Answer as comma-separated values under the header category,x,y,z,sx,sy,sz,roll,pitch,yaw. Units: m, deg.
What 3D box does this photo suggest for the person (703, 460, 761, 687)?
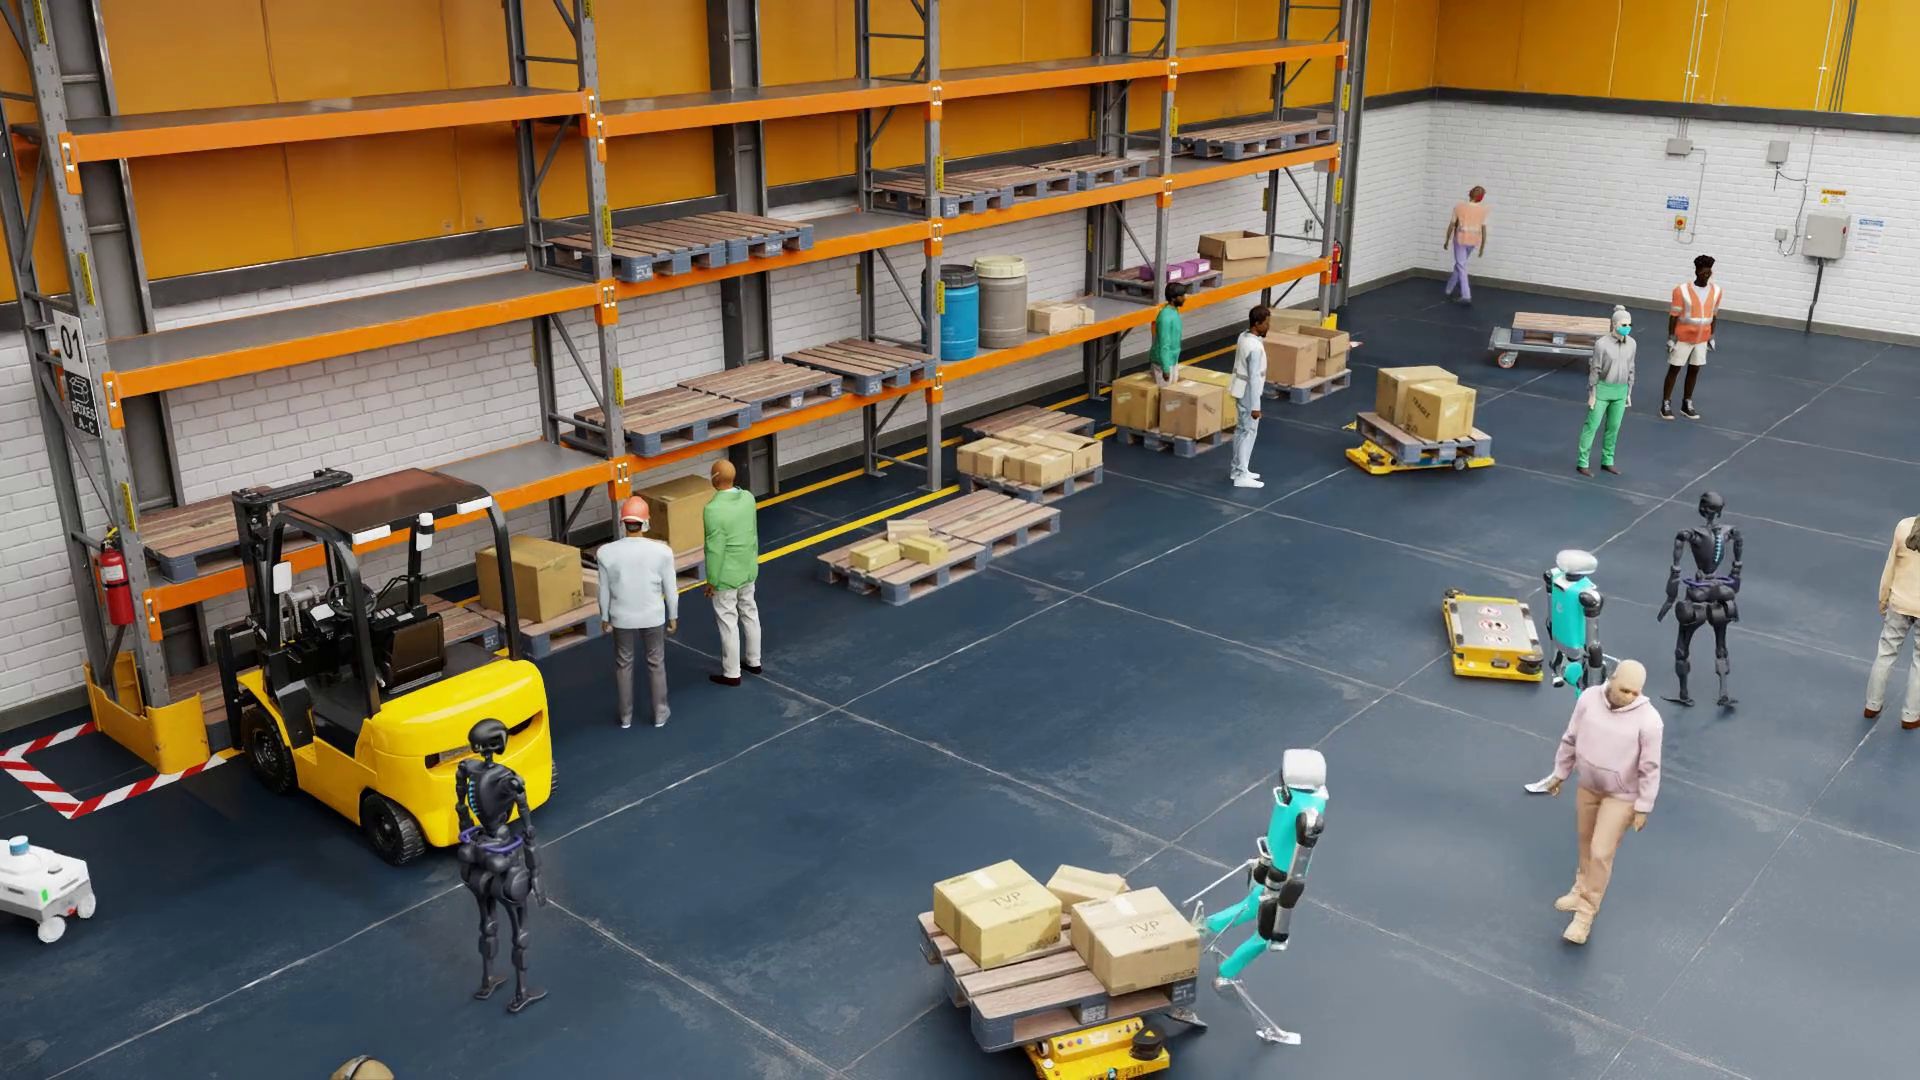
category,x,y,z,sx,sy,sz,roll,pitch,yaw
person,-1.748,0.246,12.699,0.384,1.781,0.550,13,24,32

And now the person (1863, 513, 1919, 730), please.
category,x,y,z,sx,sy,sz,roll,pitch,yaw
person,6.911,0.474,11.972,0.563,1.868,0.398,17,26,39

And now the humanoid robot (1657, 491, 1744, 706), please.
category,x,y,z,sx,sy,sz,roll,pitch,yaw
humanoid robot,5.524,0.463,12.271,0.602,1.647,0.464,-2,20,-5

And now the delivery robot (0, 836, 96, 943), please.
category,x,y,z,sx,sy,sz,roll,pitch,yaw
delivery robot,-5.461,2.011,9.717,0.786,0.614,0.525,8,22,21

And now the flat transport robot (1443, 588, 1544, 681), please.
category,x,y,z,sx,sy,sz,roll,pitch,yaw
flat transport robot,4.306,0.762,13.487,0.659,0.231,1.431,4,21,11

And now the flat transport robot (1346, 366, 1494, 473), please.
category,x,y,z,sx,sy,sz,roll,pitch,yaw
flat transport robot,5.003,-0.943,18.107,1.431,0.231,0.659,-4,21,-11

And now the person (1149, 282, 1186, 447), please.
category,x,y,z,sx,sy,sz,roll,pitch,yaw
person,2.311,-1.976,18.640,0.394,1.843,0.502,8,22,20

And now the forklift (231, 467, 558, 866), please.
category,x,y,z,sx,sy,sz,roll,pitch,yaw
forklift,-3.730,0.710,10.856,2.313,2.155,1.214,17,26,38

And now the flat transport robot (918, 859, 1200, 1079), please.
category,x,y,z,sx,sy,sz,roll,pitch,yaw
flat transport robot,0.506,2.430,8.967,0.659,0.231,1.431,-8,22,-20

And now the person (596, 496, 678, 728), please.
category,x,y,z,sx,sy,sz,roll,pitch,yaw
person,-2.315,0.524,12.004,0.572,1.740,0.344,-3,20,-8

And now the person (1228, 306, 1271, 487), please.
category,x,y,z,sx,sy,sz,roll,pitch,yaw
person,2.993,-1.483,17.211,0.408,1.908,0.595,-1,20,-3

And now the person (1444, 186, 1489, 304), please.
category,x,y,z,sx,sy,sz,roll,pitch,yaw
person,7.844,-4.597,25.813,0.559,1.777,0.870,-4,21,-11

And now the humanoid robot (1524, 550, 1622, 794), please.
category,x,y,z,sx,sy,sz,roll,pitch,yaw
humanoid robot,4.307,0.886,11.120,0.996,1.764,0.530,-5,21,-14

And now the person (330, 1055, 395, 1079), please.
category,x,y,z,sx,sy,sz,roll,pitch,yaw
person,-2.039,2.660,5.934,0.359,1.938,0.635,2,20,4

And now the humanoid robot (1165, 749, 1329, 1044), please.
category,x,y,z,sx,sy,sz,roll,pitch,yaw
humanoid robot,1.354,1.842,8.482,0.918,1.767,0.579,4,21,11

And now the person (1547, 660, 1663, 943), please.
category,x,y,z,sx,sy,sz,roll,pitch,yaw
person,3.652,1.454,9.486,0.607,1.748,0.576,-13,24,-32

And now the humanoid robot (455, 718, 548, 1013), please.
category,x,y,z,sx,sy,sz,roll,pitch,yaw
humanoid robot,-2.458,1.713,8.874,0.586,1.654,0.323,11,23,28

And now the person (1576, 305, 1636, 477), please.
category,x,y,z,sx,sy,sz,roll,pitch,yaw
person,6.857,-1.572,17.559,0.512,1.835,0.343,-5,21,-12

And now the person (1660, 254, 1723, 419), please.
category,x,y,z,sx,sy,sz,roll,pitch,yaw
person,8.615,-2.389,19.577,0.607,1.964,0.368,-2,20,-5
